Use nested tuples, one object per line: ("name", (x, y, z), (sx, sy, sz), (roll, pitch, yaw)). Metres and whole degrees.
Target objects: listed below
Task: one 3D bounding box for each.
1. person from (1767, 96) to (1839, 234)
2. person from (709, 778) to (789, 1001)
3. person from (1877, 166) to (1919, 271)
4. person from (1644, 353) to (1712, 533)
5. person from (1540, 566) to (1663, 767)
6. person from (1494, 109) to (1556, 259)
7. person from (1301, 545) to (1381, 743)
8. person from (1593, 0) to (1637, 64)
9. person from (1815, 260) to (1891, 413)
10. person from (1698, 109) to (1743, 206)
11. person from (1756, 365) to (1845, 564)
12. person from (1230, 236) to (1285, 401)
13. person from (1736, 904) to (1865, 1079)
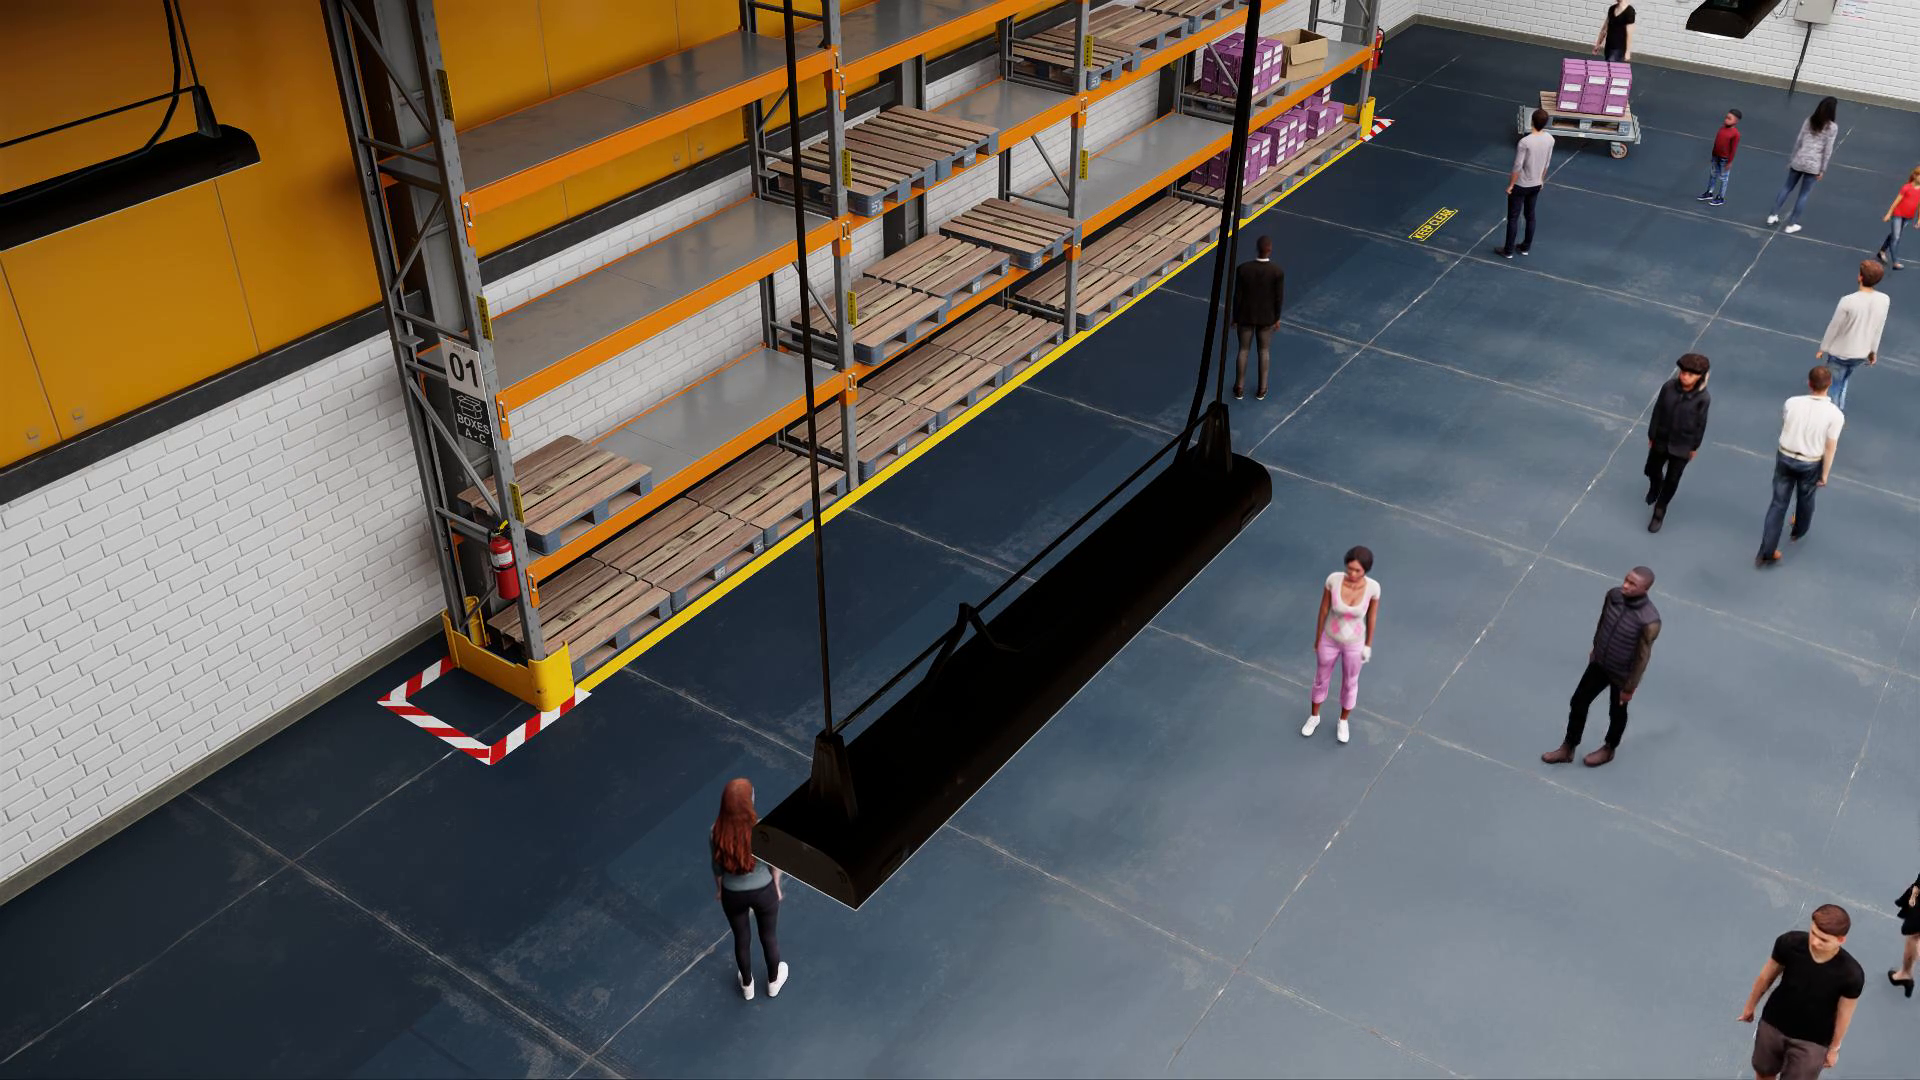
("person", (10.634, -4.717, 20.912), (0.710, 1.714, 0.715), (-25, 41, -33))
("person", (-1.328, 2.212, 10.461), (0.662, 1.743, 0.698), (0, 34, 0))
("person", (11.378, -3.943, 20.138), (0.817, 1.283, 0.931), (0, 34, 0))
("person", (6.552, -0.947, 15.194), (0.616, 1.765, 0.847), (21, 39, 28))
("person", (4.928, 0.939, 12.307), (1.016, 1.820, 0.943), (-13, 36, -19))
("person", (6.901, -4.339, 20.226), (0.689, 1.844, 0.797), (-12, 35, -17))
("person", (2.910, 0.771, 12.629), (0.636, 1.744, 0.609), (10, 35, 14))
("person", (9.782, -7.280, 24.629), (1.090, 1.868, 0.986), (-11, 35, -17))
("person", (8.801, -1.808, 16.377), (0.784, 1.889, 0.820), (-1, 34, -2))
("person", (10.020, -5.036, 21.808), (0.619, 1.254, 0.579), (-12, 35, -17))
("person", (7.337, -0.613, 14.668), (0.711, 1.790, 1.111), (27, 42, 35))
("person", (3.065, -2.293, 17.186), (0.740, 1.802, 0.725), (5, 34, 7))
("person", (4.866, 2.751, 9.555), (0.768, 1.850, 0.776), (-25, 41, -33))
